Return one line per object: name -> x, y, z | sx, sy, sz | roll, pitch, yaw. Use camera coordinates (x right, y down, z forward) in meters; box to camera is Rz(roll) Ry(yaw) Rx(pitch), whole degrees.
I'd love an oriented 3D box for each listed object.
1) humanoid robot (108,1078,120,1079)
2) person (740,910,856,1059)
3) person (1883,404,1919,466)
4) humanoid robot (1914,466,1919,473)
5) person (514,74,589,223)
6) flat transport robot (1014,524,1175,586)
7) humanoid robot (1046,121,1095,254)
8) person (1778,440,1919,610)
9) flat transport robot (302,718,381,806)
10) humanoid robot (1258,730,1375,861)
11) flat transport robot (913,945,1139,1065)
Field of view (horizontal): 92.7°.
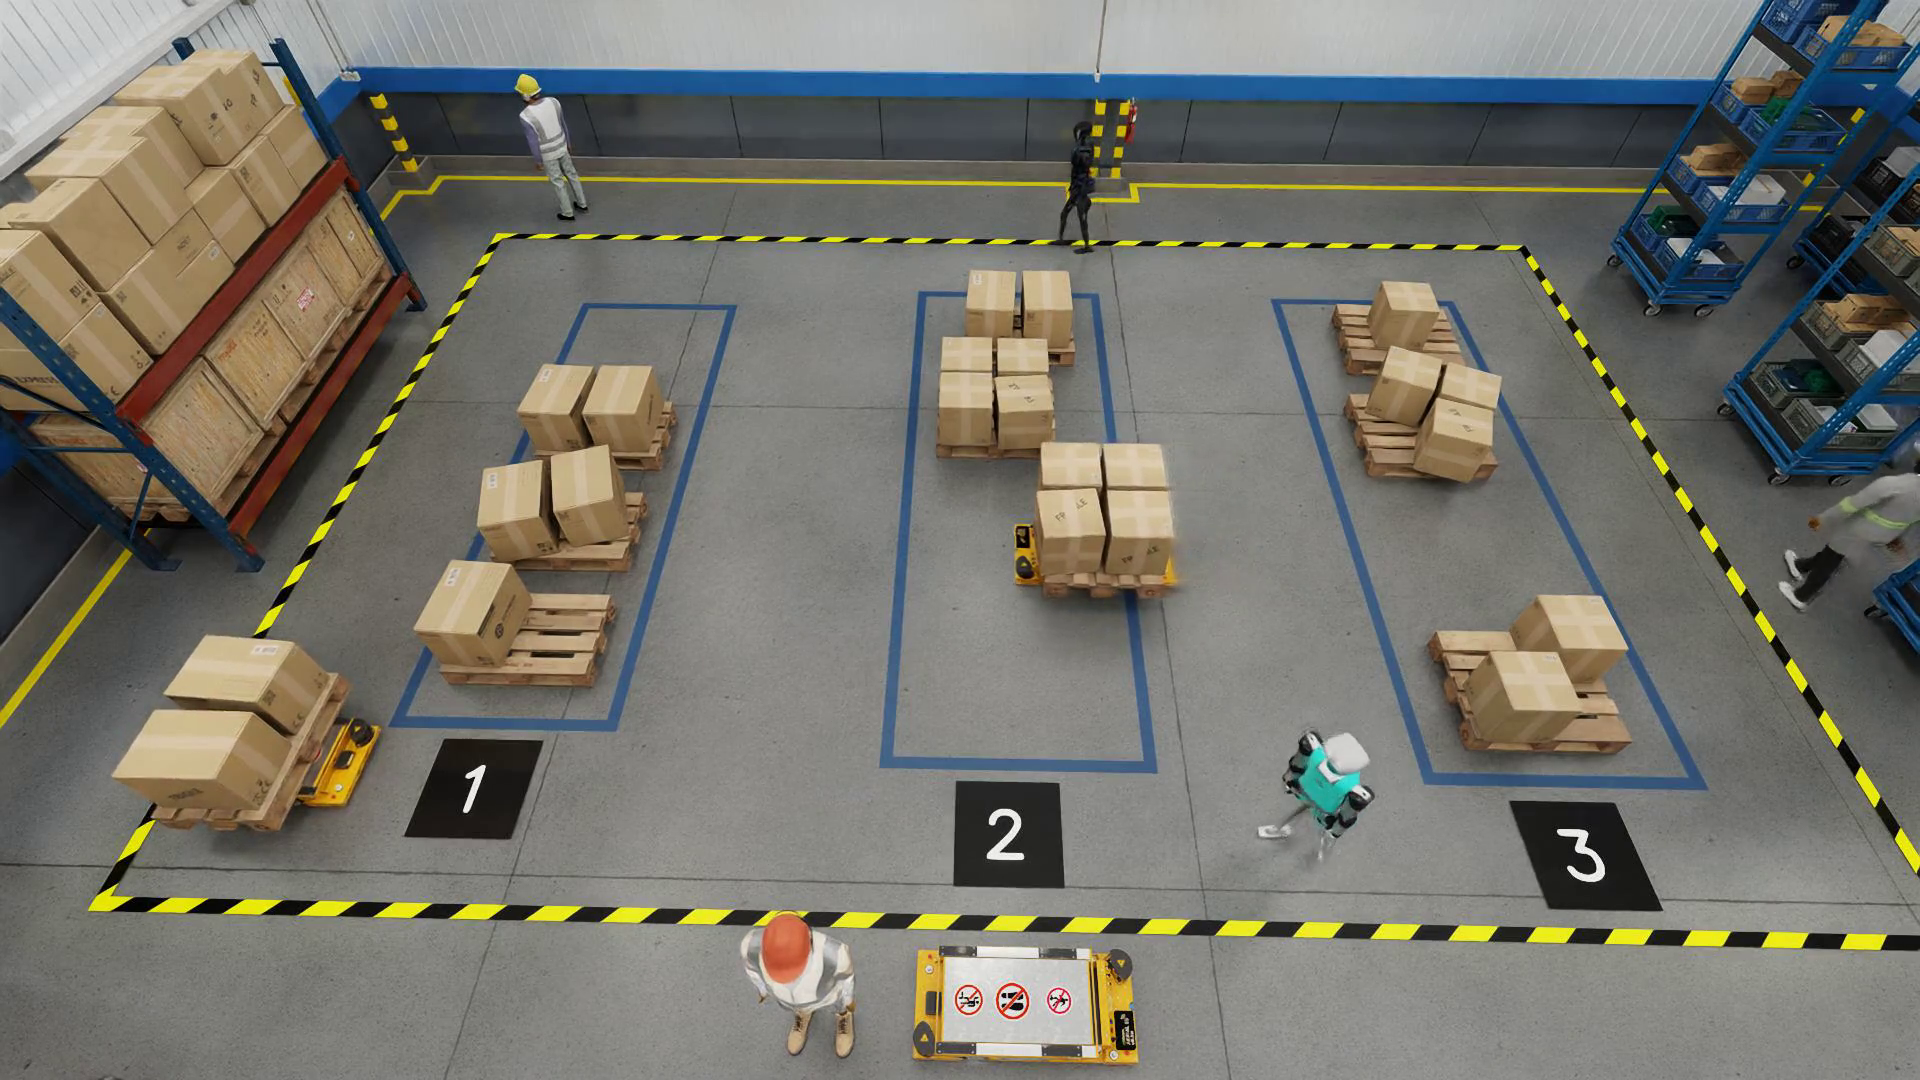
humanoid robot -> -4.493, 3.215, 4.944 | 1.055, 1.749, 0.539 | 14, 52, 11
person -> -0.881, 2.571, 5.244 | 0.606, 2.048, 0.365 | 4, 51, 3
person -> 9.376, -1.480, 8.741 | 0.533, 1.748, 0.587 | 5, 51, 4
humanoid robot -> 9.677, -1.066, 8.452 | 0.613, 1.644, 0.372 | 2, 51, 1
person -> -5.109, -4.877, 11.449 | 0.404, 1.837, 0.591 | 24, 55, 18
flat transport robot -> 1.218, 0.099, 8.387 | 1.431, 0.197, 0.652 | 1, 51, 1
humanoid robot -> 1.402, -4.189, 11.000 | 0.583, 1.639, 0.610 | -7, 51, -5
person -> 7.466, -0.199, 7.634 | 0.621, 1.833, 0.713 | 3, 51, 3
flat transport robot -> -5.355, 1.698, 7.084 | 1.431, 0.197, 0.652 | 1, 51, 1
humanoid robot -> 2.519, 1.692, 6.158 | 0.788, 1.776, 0.573 | -27, 56, -20
flat transport robot -> 0.422, 3.041, 6.007 | 1.431, 0.231, 0.659 | 1, 51, 1
